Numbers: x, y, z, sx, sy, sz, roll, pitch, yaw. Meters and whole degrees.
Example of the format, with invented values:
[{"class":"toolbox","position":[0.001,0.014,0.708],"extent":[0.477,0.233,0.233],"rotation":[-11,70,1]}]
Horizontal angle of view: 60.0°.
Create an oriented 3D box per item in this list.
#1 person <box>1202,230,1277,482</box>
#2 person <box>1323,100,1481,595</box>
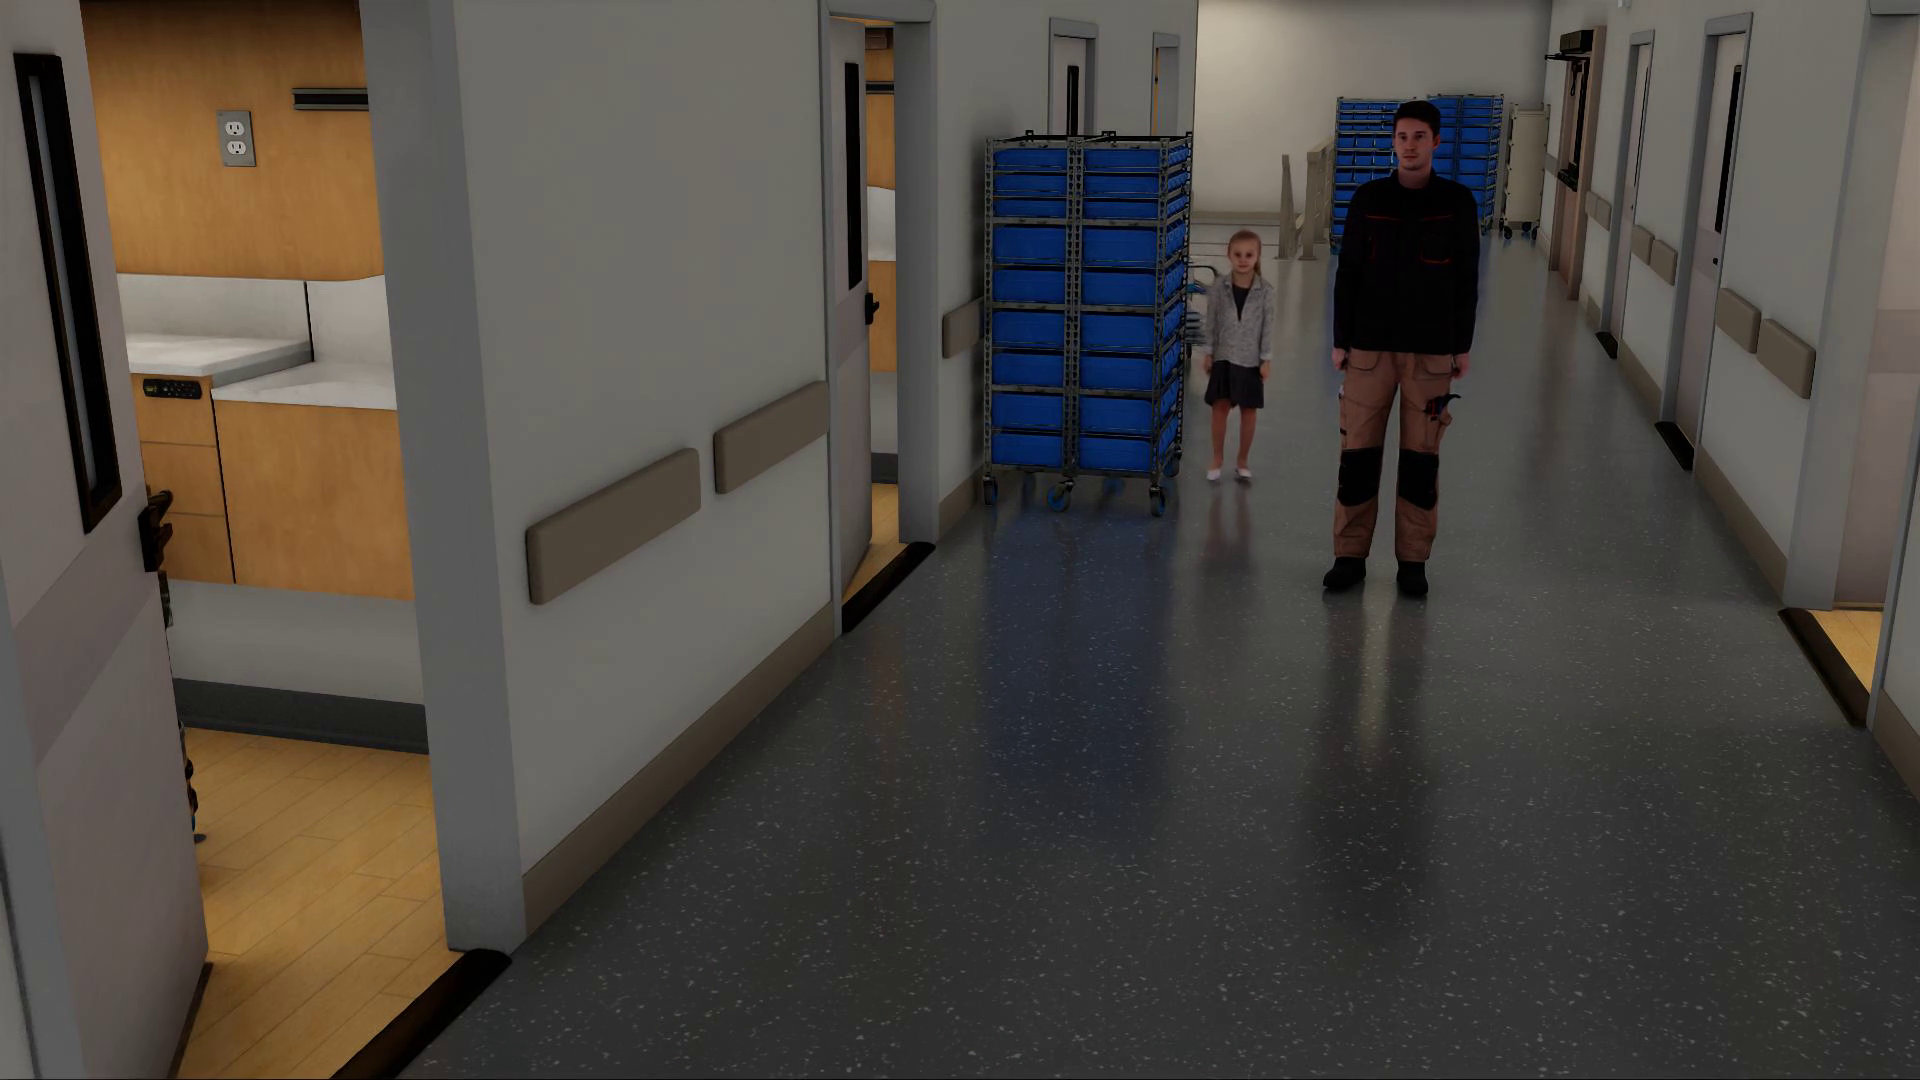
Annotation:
[{"class":"person","position":[1.405,-0.922,8.412],"extent":[0.507,1.252,0.532],"rotation":[4,16,13]},{"class":"person","position":[1.742,-0.743,6.552],"extent":[0.698,1.925,0.574],"rotation":[5,16,16]}]
